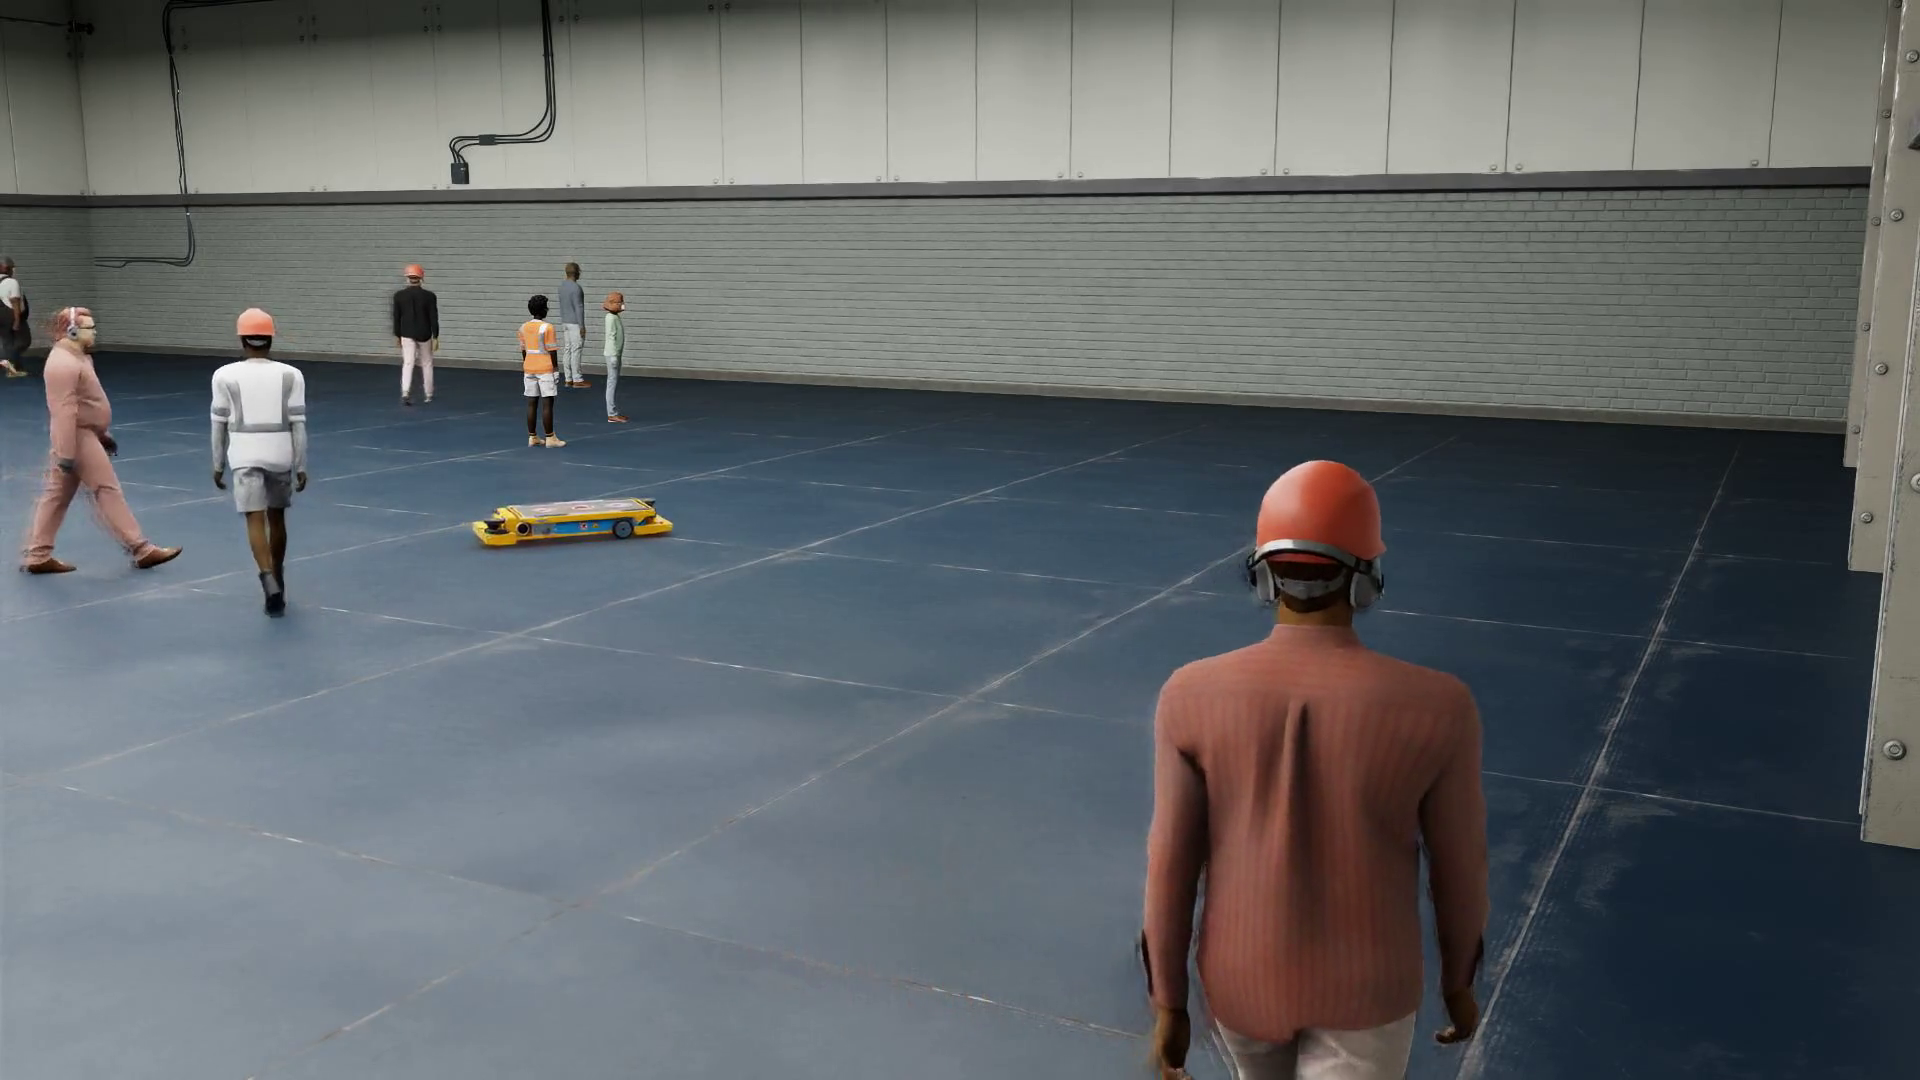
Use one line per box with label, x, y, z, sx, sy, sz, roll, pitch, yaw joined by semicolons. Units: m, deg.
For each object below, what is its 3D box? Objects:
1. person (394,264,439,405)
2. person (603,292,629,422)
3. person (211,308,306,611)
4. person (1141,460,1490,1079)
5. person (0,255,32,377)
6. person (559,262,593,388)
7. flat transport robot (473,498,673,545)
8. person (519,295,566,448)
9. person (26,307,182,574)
person;-7.598;-2.866;23.216;0.627;1.962;0.976;-1;10;-5
person;-4.361;-2.312;21.061;0.286;1.633;0.501;-1;10;-4
person;-4.430;-0.517;10.562;0.559;1.902;0.947;-6;12;-28
person;0.660;0.826;3.134;0.607;1.947;1.044;5;12;25
person;-15.746;-3.711;27.580;0.690;2.000;0.583;4;11;21
person;-5.968;-3.322;25.739;0.362;1.938;0.635;-8;13;-37
flat transport robot;-3.032;-0.157;13.028;1.431;0.197;0.652;-5;11;-25
person;-4.648;-1.866;18.462;0.535;1.697;0.318;6;12;31
person;-6.082;-0.687;11.592;0.991;1.852;0.655;-6;12;-29
